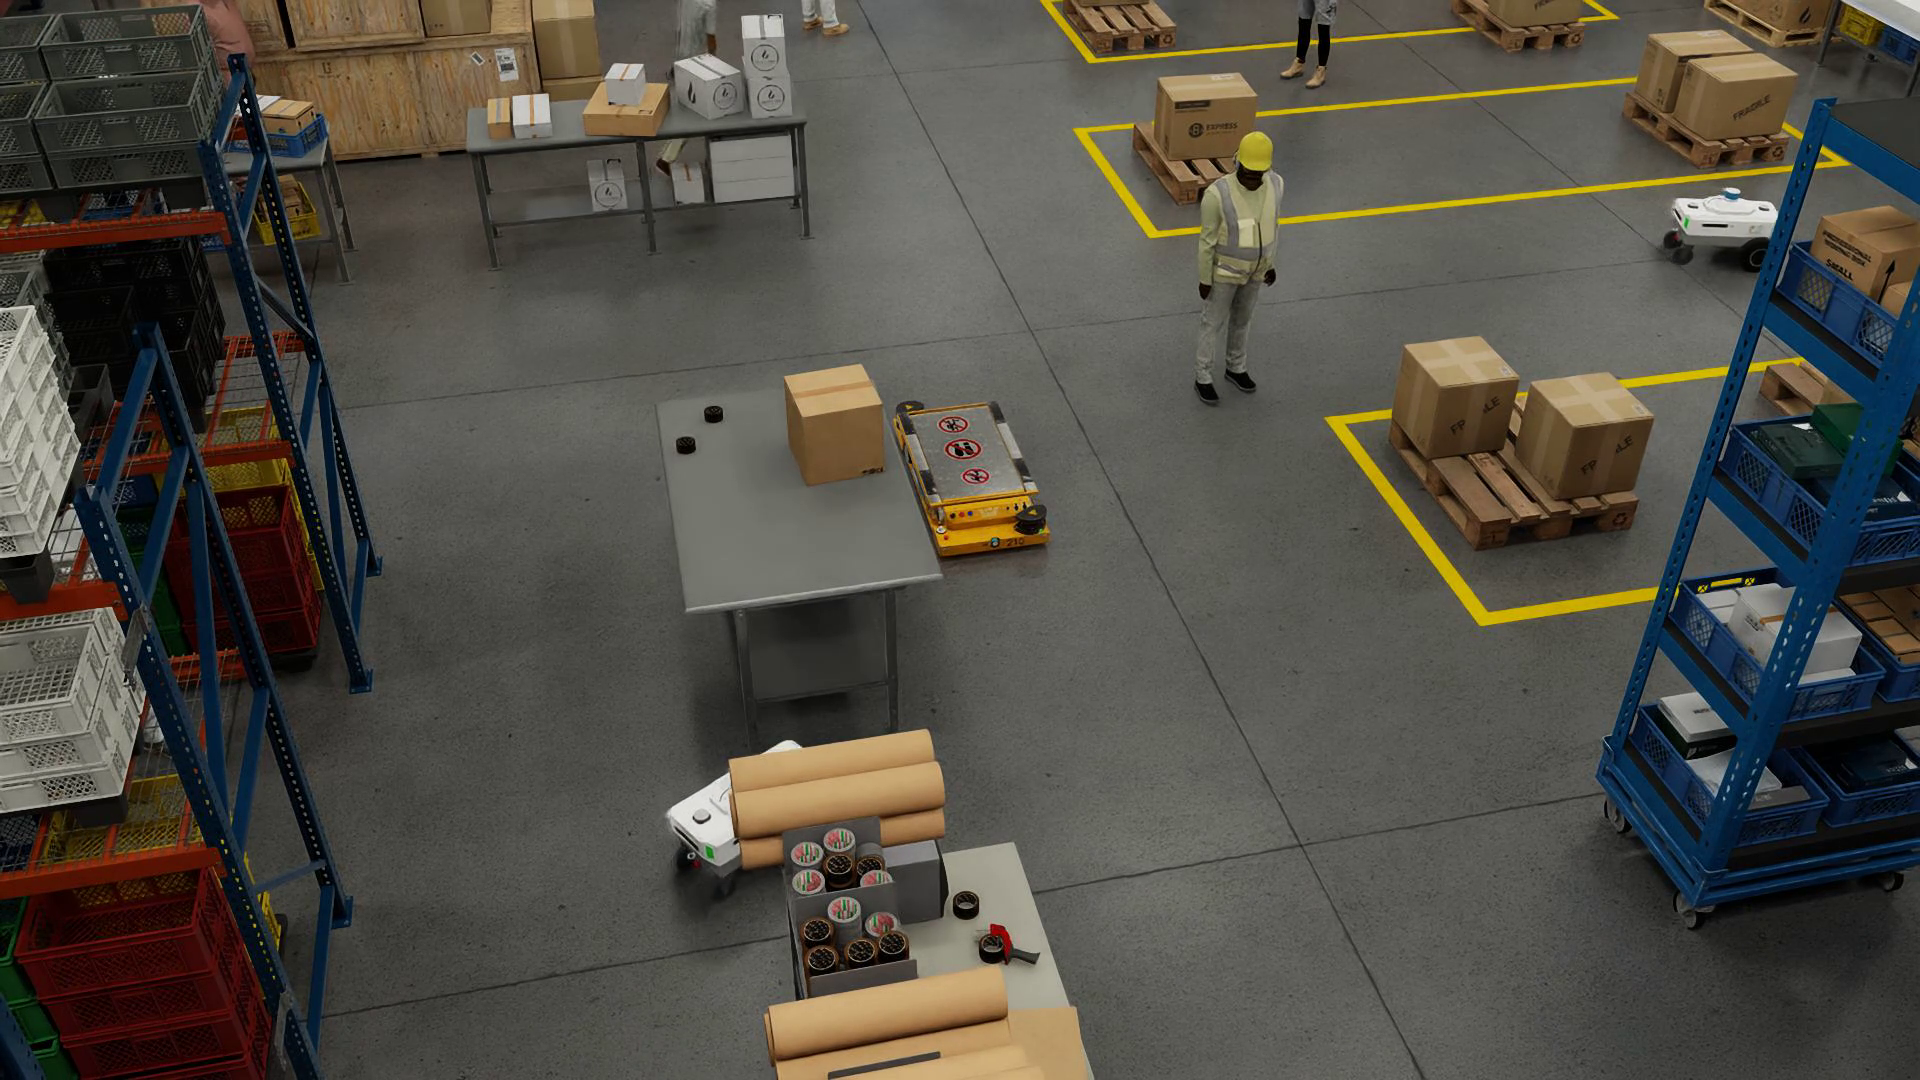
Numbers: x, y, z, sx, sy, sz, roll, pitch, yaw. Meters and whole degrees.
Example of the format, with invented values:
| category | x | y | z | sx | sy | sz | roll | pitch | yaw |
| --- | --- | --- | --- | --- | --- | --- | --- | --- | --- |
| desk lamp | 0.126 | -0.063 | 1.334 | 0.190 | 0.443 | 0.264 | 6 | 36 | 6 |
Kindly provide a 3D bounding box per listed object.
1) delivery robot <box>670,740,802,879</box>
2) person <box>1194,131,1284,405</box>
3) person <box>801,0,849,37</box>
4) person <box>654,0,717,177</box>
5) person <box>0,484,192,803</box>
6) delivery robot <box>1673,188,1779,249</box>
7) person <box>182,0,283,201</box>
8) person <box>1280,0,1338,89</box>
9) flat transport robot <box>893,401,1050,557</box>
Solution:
| category | x | y | z | sx | sy | sz | roll | pitch | yaw |
| --- | --- | --- | --- | --- | --- | --- | --- | --- | --- |
| delivery robot | -0.961 | 1.210 | 7.593 | 0.707 | 0.478 | 0.477 | -29 | 45 | -33 |
| person | 1.776 | -1.732 | 10.562 | 0.592 | 1.828 | 0.404 | -17 | 40 | -21 |
| person | -1.359 | -5.818 | 16.043 | 0.633 | 1.841 | 0.429 | 29 | 45 | 33 |
| person | -2.173 | -3.787 | 13.343 | 0.783 | 1.826 | 0.540 | -19 | 41 | -24 |
| person | -3.999 | 0.377 | 7.684 | 0.358 | 1.883 | 0.572 | 14 | 39 | 18 |
| delivery robot | 5.715 | -2.393 | 12.434 | 0.707 | 0.478 | 0.477 | 3 | 37 | 4 |
| person | -5.695 | -3.624 | 13.042 | 0.407 | 1.909 | 0.640 | -1 | 37 | -2 |
| person | 3.220 | -4.949 | 14.996 | 0.318 | 1.697 | 0.535 | -26 | 44 | -31 |
| flat transport robot | 0.046 | -0.430 | 10.108 | 0.652 | 0.197 | 1.431 | -8 | 37 | -10 |
